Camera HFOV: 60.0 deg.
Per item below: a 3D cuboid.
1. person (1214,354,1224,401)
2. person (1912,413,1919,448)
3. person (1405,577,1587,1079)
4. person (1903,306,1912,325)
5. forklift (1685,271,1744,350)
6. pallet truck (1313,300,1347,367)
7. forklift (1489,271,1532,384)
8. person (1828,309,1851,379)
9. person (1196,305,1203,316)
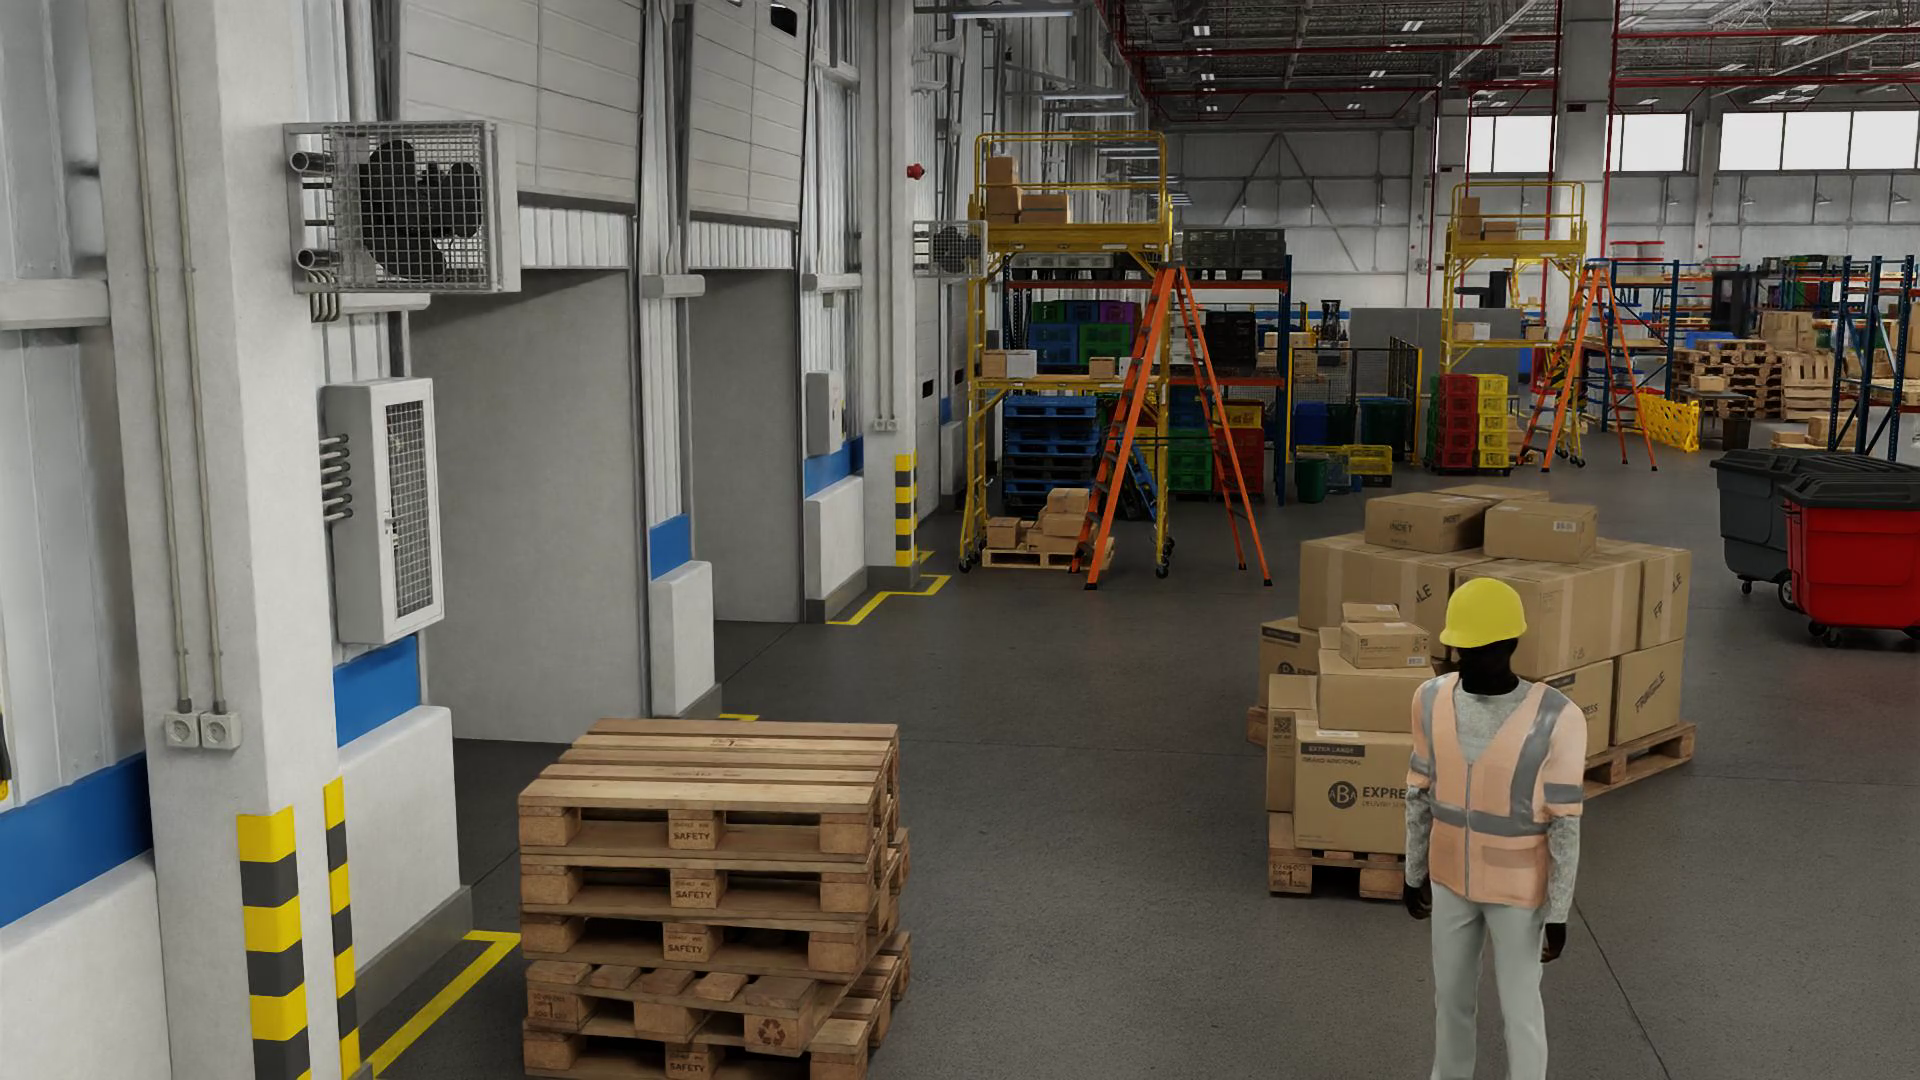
[{"bbox_3d":[5.498,-3.619,34.934,0.314,1.634,0.515,-3,10,-18],"label":"person"},{"bbox_3d":[15.623,-2.340,26.730,0.485,1.738,0.322,-4,10,-23],"label":"person"},{"bbox_3d":[1.634,1.059,5.203,0.398,1.918,0.586,-9,13,-44],"label":"person"},{"bbox_3d":[27.453,-5.842,47.817,0.911,1.903,0.655,-5,10,-28],"label":"person"},{"bbox_3d":[21.947,-6.322,47.760,1.873,2.768,1.129,-3,10,-19],"label":"forklift"},{"bbox_3d":[11.159,-6.200,49.718,0.823,1.965,1.885,4,10,26],"label":"pallet truck"},{"bbox_3d":[13.422,-5.322,41.591,1.873,2.768,1.129,1,9,9],"label":"forklift"},{"bbox_3d":[22.499,-4.990,42.592,0.570,1.883,0.987,0,9,0],"label":"person"},{"bbox_3d":[6.366,-5.336,44.609,0.544,1.929,0.386,-6,11,-35],"label":"person"}]
